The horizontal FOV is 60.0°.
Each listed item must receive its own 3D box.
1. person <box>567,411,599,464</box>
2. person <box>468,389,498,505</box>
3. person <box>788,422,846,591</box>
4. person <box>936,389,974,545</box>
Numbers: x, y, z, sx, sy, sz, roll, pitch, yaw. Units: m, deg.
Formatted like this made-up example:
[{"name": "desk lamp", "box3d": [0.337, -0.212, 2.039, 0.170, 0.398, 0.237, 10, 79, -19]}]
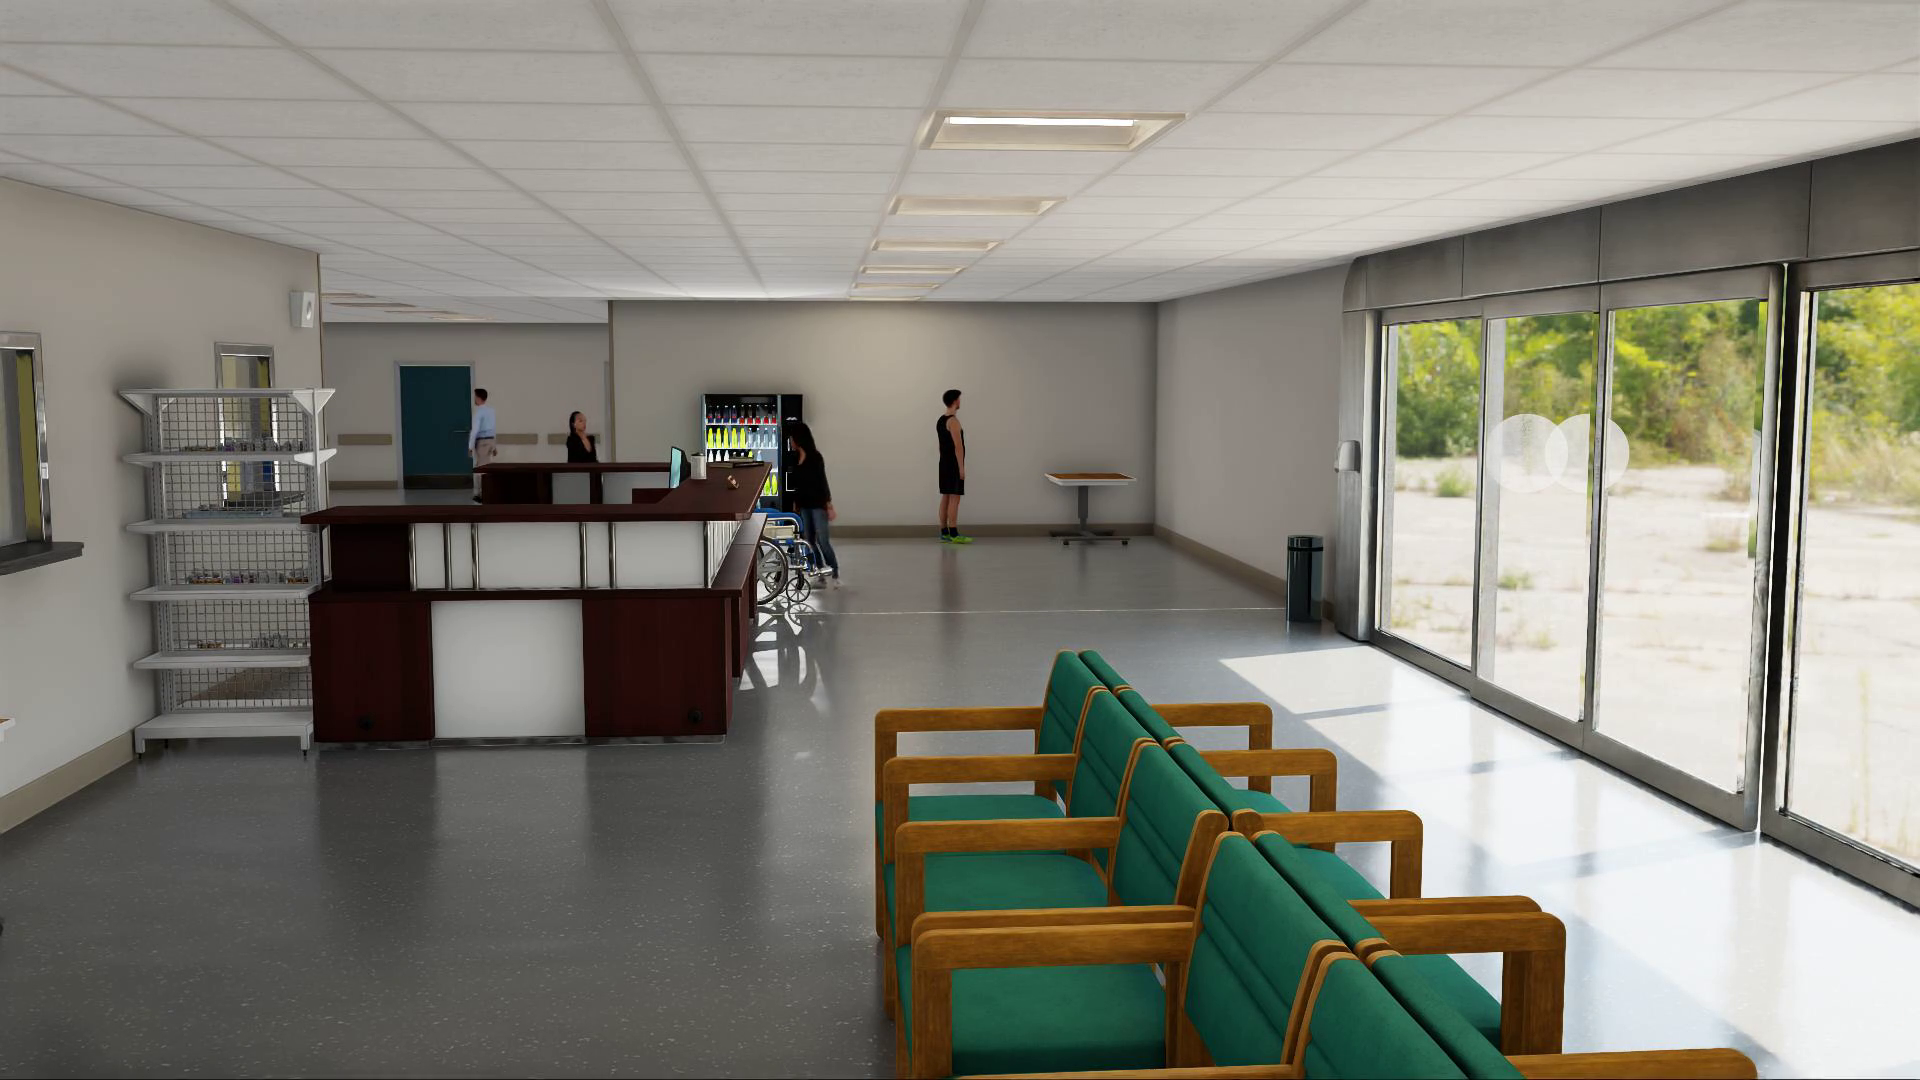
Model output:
[{"name": "person", "box3d": [-3.979, -0.514, 17.580, 0.708, 1.686, 0.698, 2, 6, 21]}, {"name": "person", "box3d": [-7.465, -1.464, 26.336, 0.891, 1.824, 0.817, 2, 6, 16]}, {"name": "person", "box3d": [-1.342, -0.305, 15.893, 0.845, 1.609, 0.861, 4, 7, 36]}, {"name": "person", "box3d": [-0.103, -0.909, 20.461, 0.719, 1.895, 0.754, -3, 6, -27]}]
